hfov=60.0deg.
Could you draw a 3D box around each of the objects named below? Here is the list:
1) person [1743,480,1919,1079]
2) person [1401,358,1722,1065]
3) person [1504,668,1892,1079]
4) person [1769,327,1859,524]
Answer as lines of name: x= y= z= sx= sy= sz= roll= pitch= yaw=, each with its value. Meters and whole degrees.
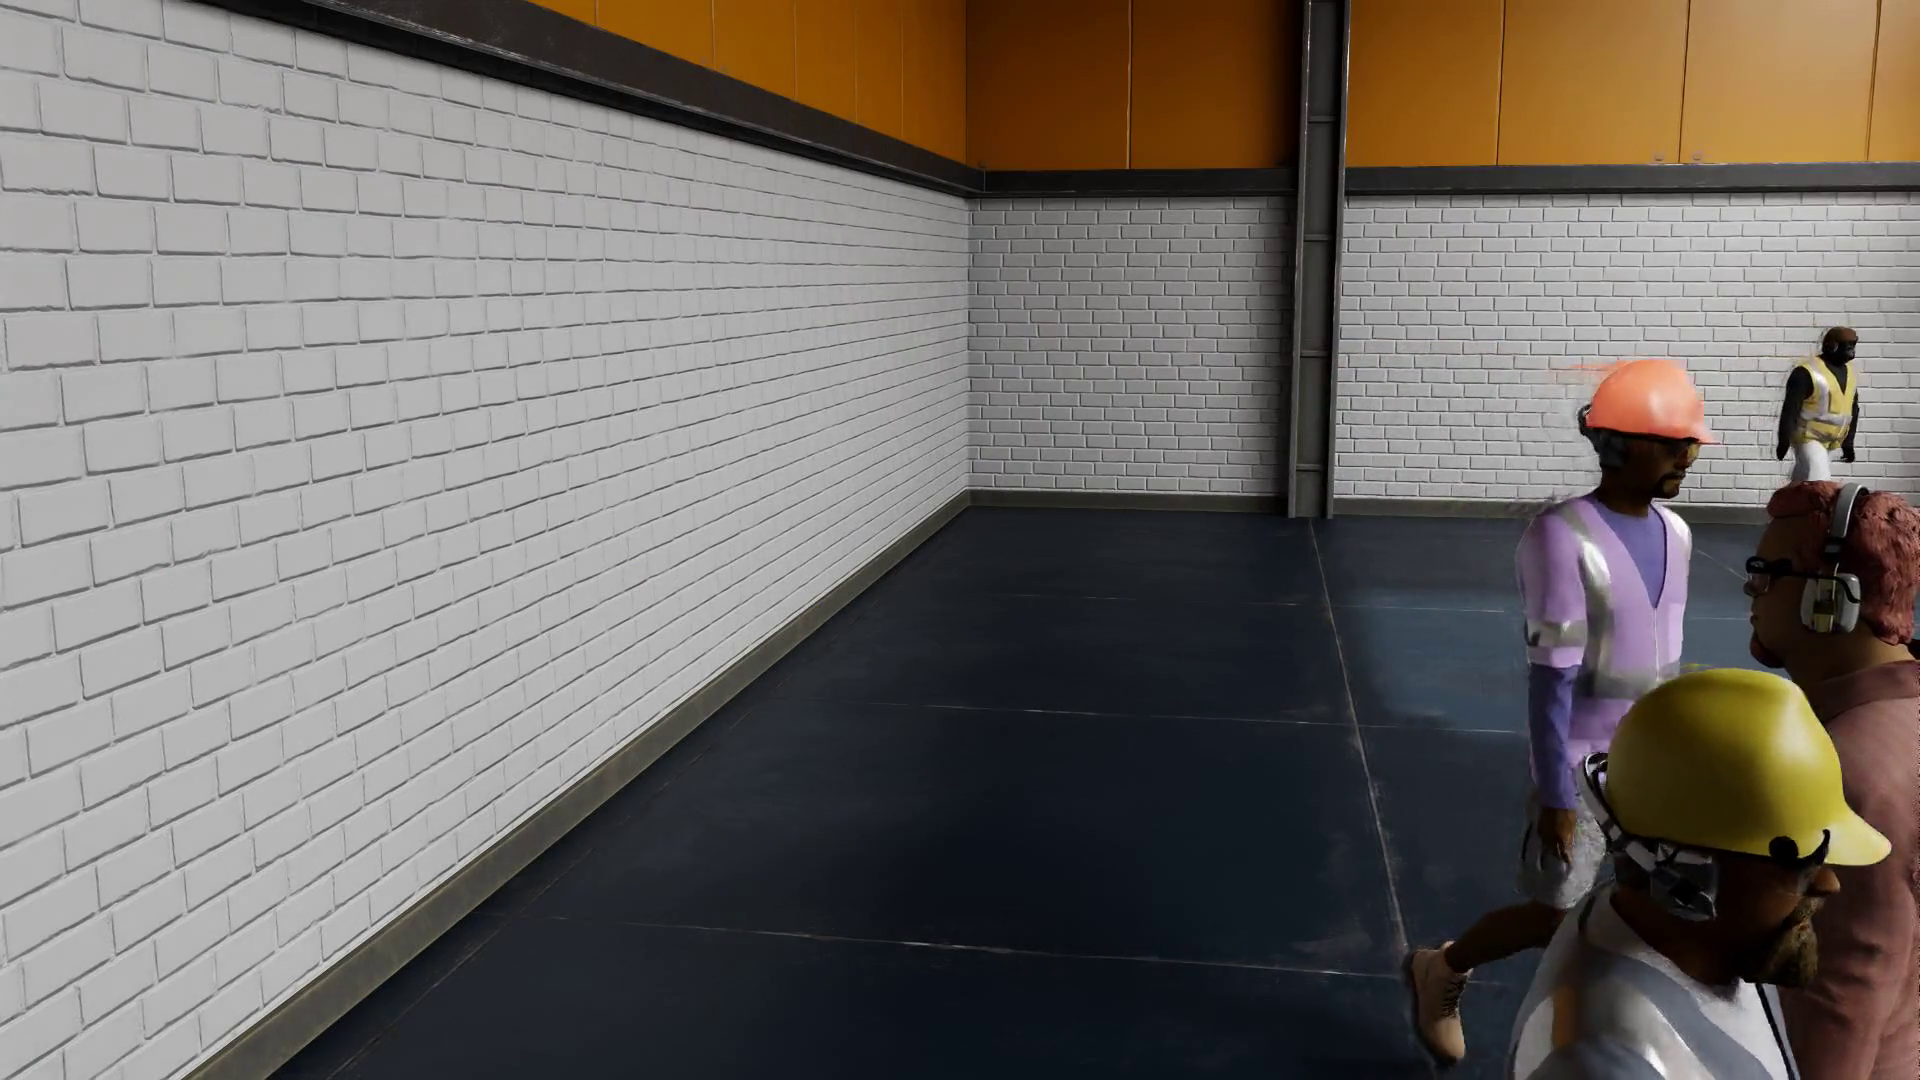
person: x=1.293 y=0.857 z=2.585 sx=0.408 sy=1.908 sz=0.643 roll=6 pitch=11 yaw=32
person: x=1.588 y=0.535 z=4.267 sx=0.608 sy=2.015 sz=0.884 roll=-5 pitch=11 yaw=-29
person: x=0.786 y=1.011 z=2.002 sx=0.894 sy=1.798 sz=0.597 roll=5 pitch=10 yaw=26
person: x=6.773 y=-0.783 z=13.144 sx=0.643 sy=1.795 sz=0.904 roll=-5 pitch=10 yaw=-27
